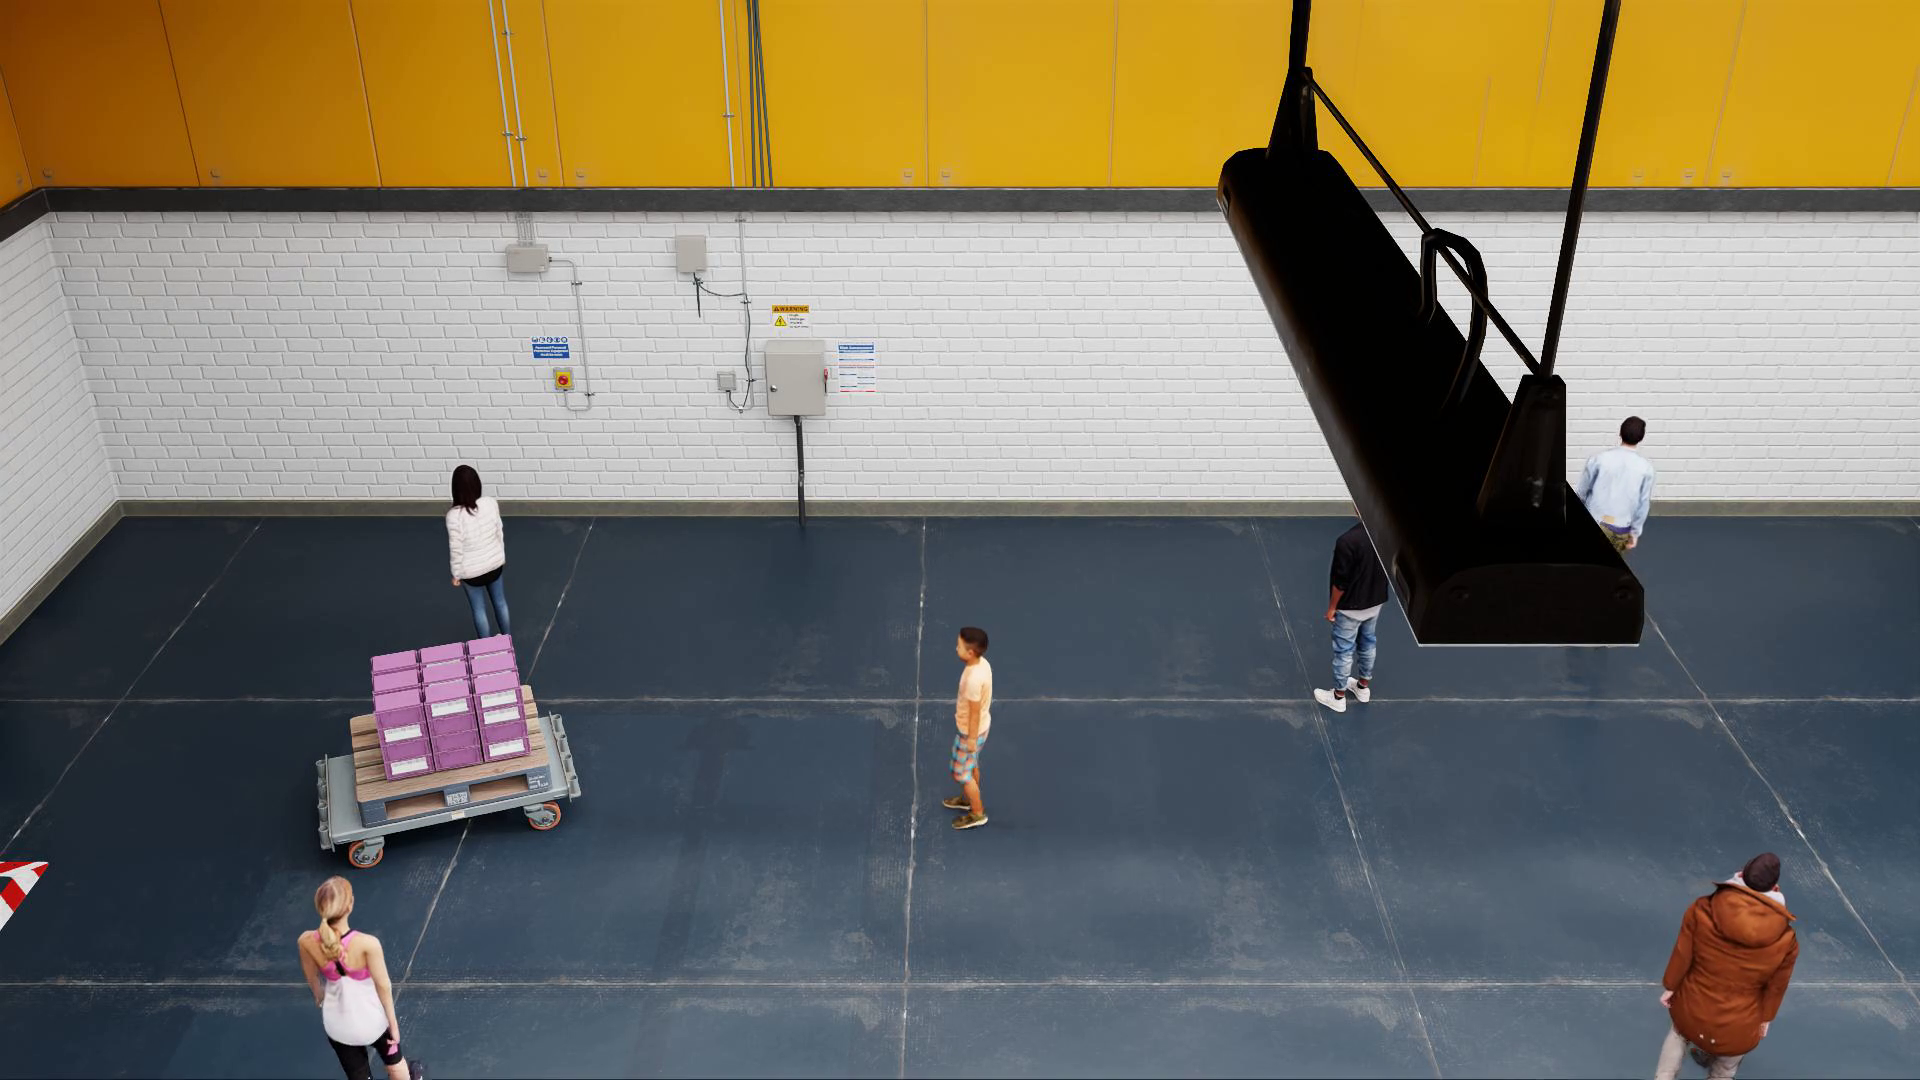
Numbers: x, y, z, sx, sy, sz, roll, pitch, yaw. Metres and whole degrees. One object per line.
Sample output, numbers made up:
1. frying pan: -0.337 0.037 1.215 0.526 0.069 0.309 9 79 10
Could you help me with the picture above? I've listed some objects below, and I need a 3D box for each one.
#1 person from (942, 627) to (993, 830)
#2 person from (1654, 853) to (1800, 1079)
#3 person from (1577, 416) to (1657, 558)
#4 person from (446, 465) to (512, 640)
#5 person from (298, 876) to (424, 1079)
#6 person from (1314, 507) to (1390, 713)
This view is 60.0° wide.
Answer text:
1. person: 0.122 1.225 10.970 0.631 1.458 0.496 1 29 2
2. person: 3.833 2.399 8.446 0.833 1.814 0.858 17 33 28
3. person: 5.055 -0.065 13.017 0.951 1.763 1.270 9 30 16
4. person: -3.673 0.171 12.714 0.760 1.638 0.691 24 37 36
5. person: -3.048 2.487 8.344 0.630 1.757 0.937 0 29 0
6. person: 2.905 0.413 12.087 0.785 1.814 0.775 -14 32 -24
